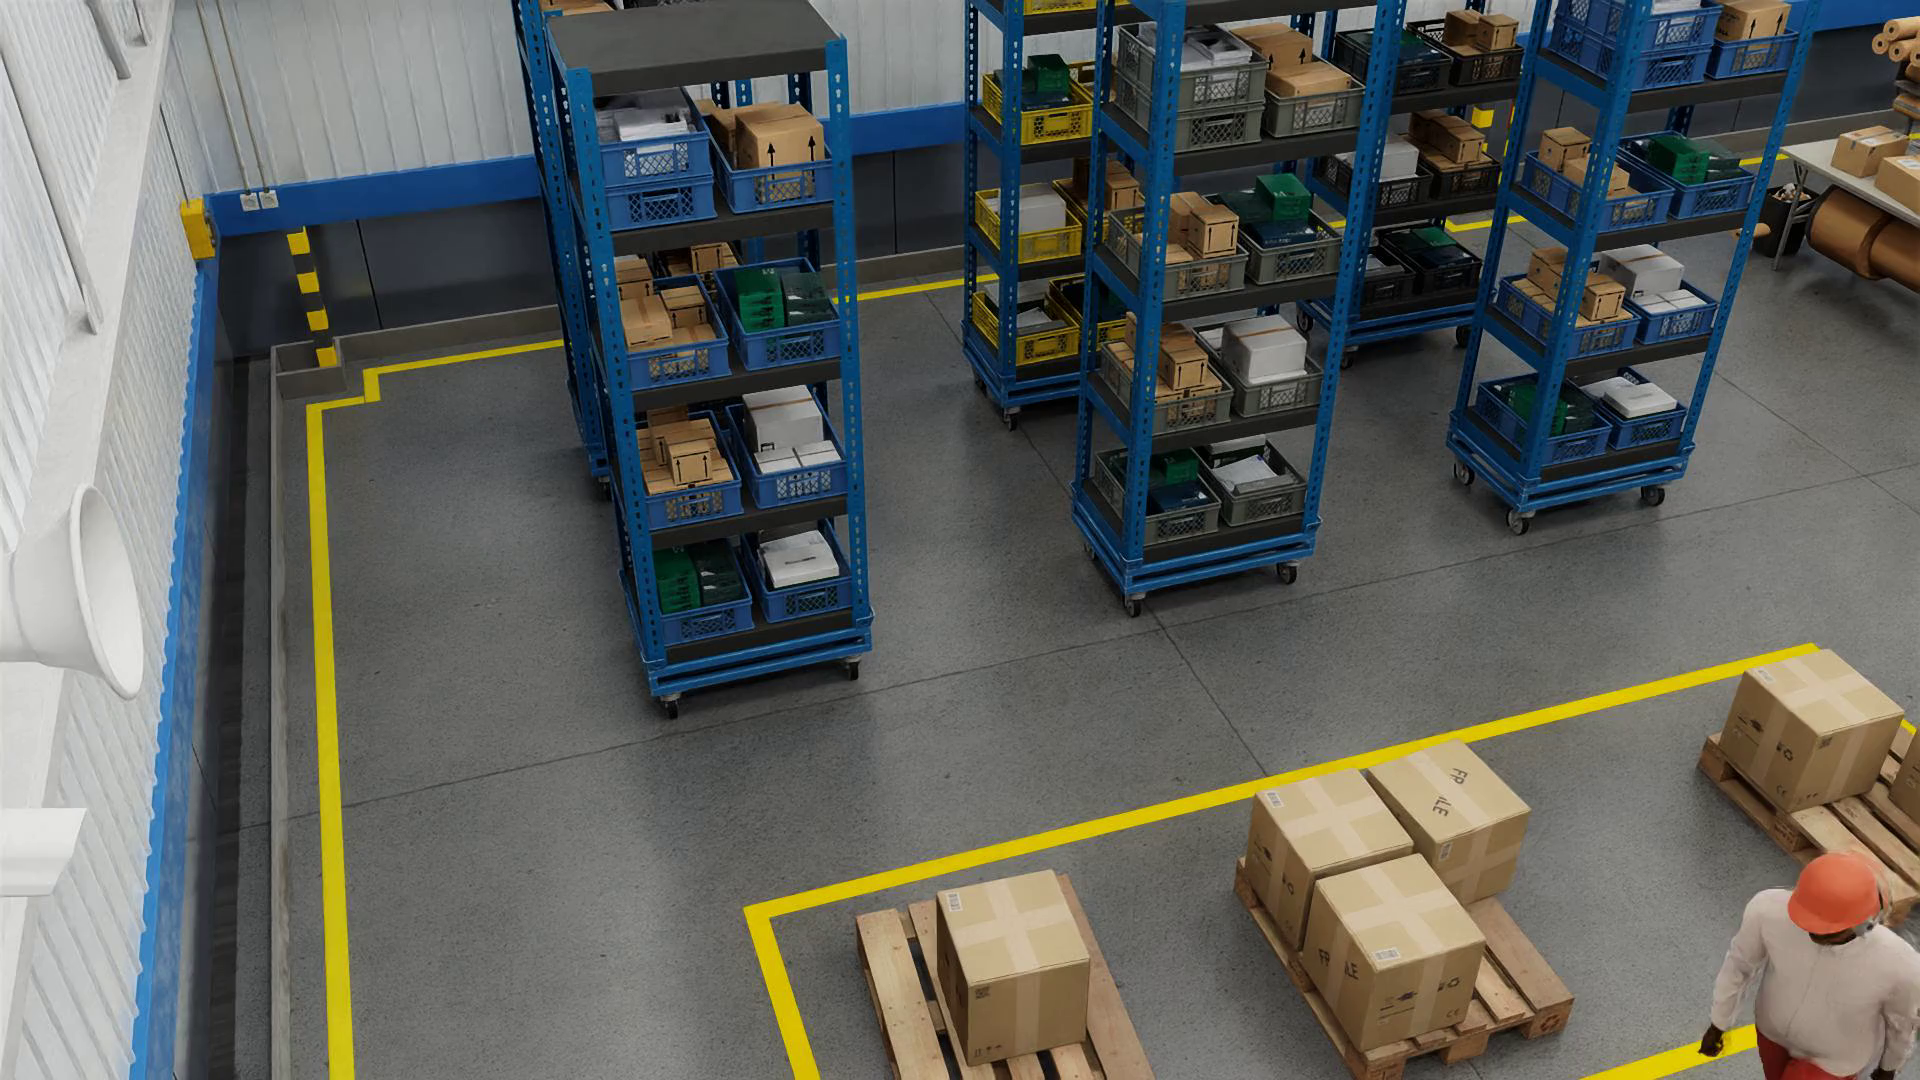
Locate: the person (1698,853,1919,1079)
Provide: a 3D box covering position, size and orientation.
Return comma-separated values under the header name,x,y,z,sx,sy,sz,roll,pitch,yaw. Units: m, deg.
name,x,y,z,sx,sy,sz,roll,pitch,yaw
person,3.036,1.828,6.034,1.044,1.910,0.618,-27,43,-33
